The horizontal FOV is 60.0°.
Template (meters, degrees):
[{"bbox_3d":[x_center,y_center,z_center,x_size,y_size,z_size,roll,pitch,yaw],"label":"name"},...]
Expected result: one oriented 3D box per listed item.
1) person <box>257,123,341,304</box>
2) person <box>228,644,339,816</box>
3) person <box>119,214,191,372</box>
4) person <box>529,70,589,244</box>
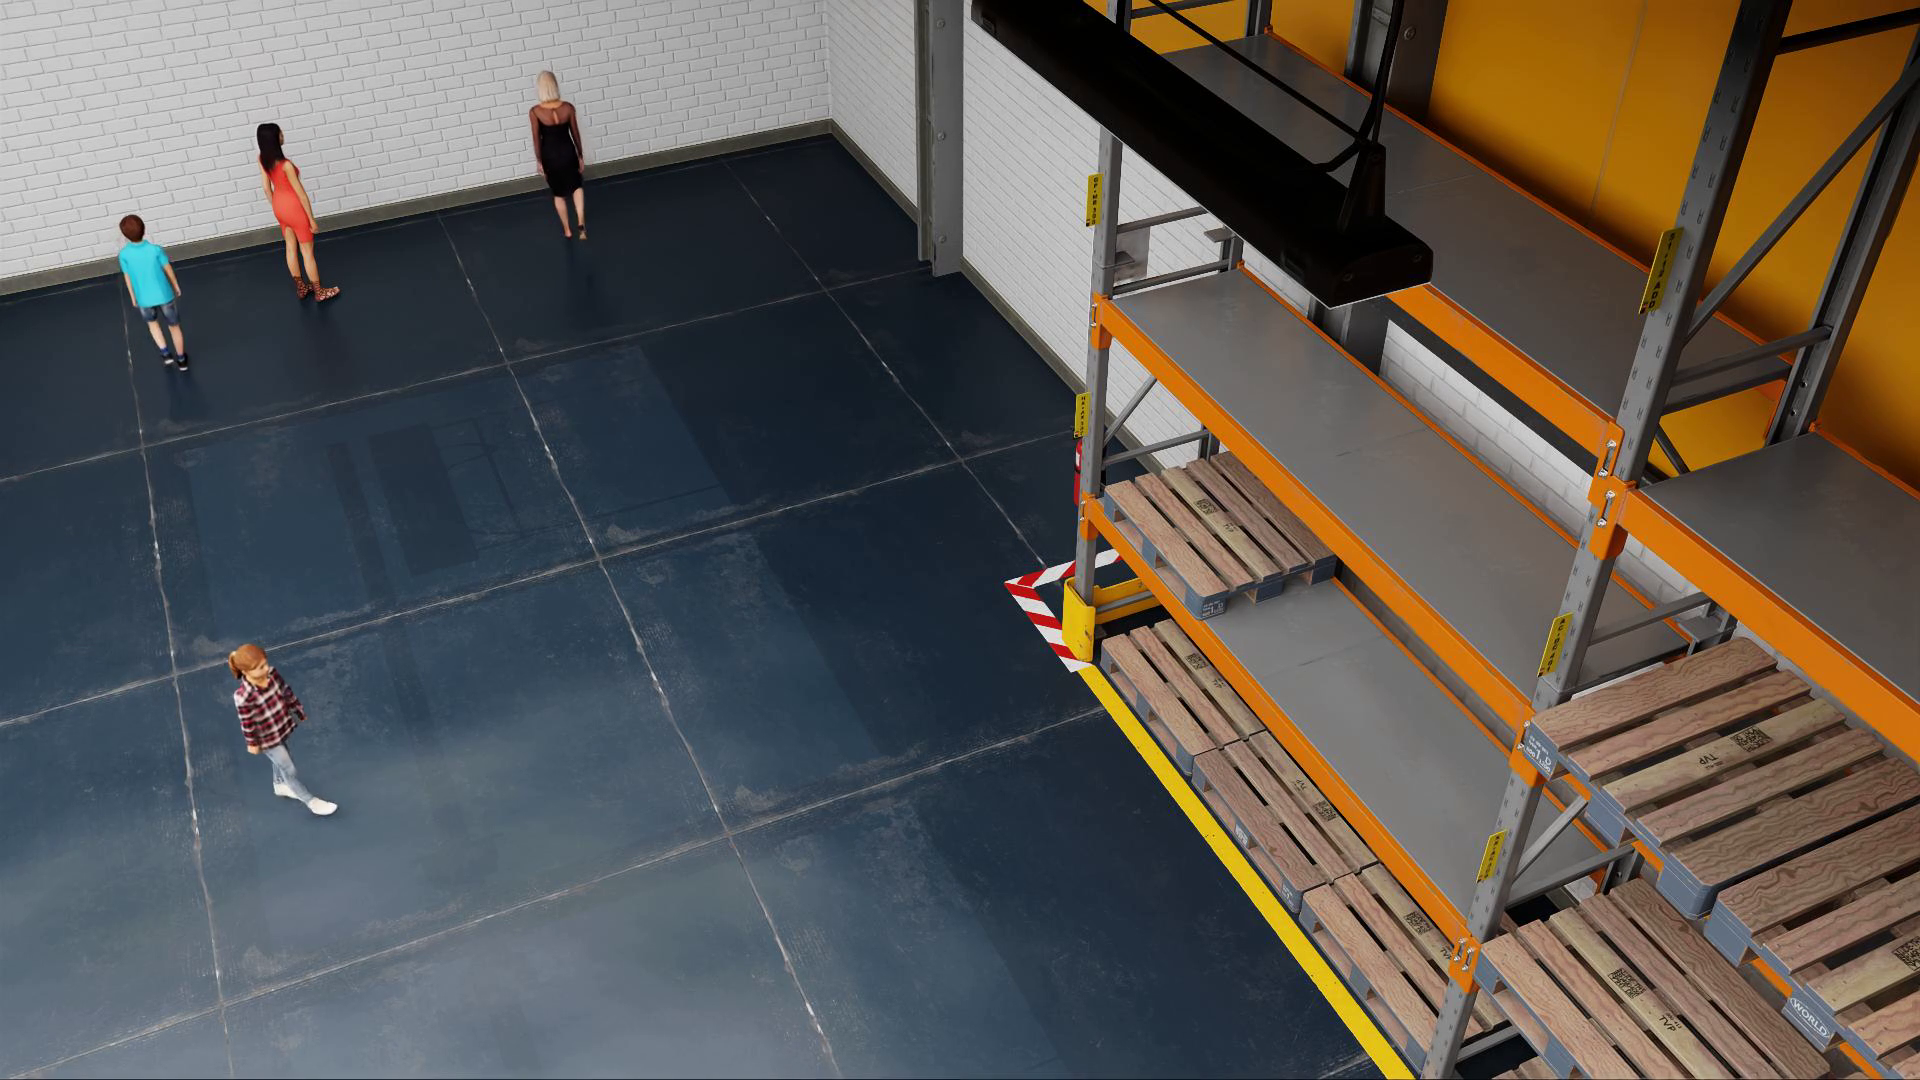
[{"bbox_3d":[-6.020,-2.947,14.978,0.647,1.719,0.727,16,41,19],"label":"person"},{"bbox_3d":[-4.267,1.138,10.206,0.847,1.289,0.800,11,40,13],"label":"person"},{"bbox_3d":[-6.829,-2.058,14.090,0.546,1.438,0.531,-14,41,-17],"label":"person"},{"bbox_3d":[-3.773,-3.558,15.730,0.622,1.735,0.737,-13,40,-16],"label":"person"}]
